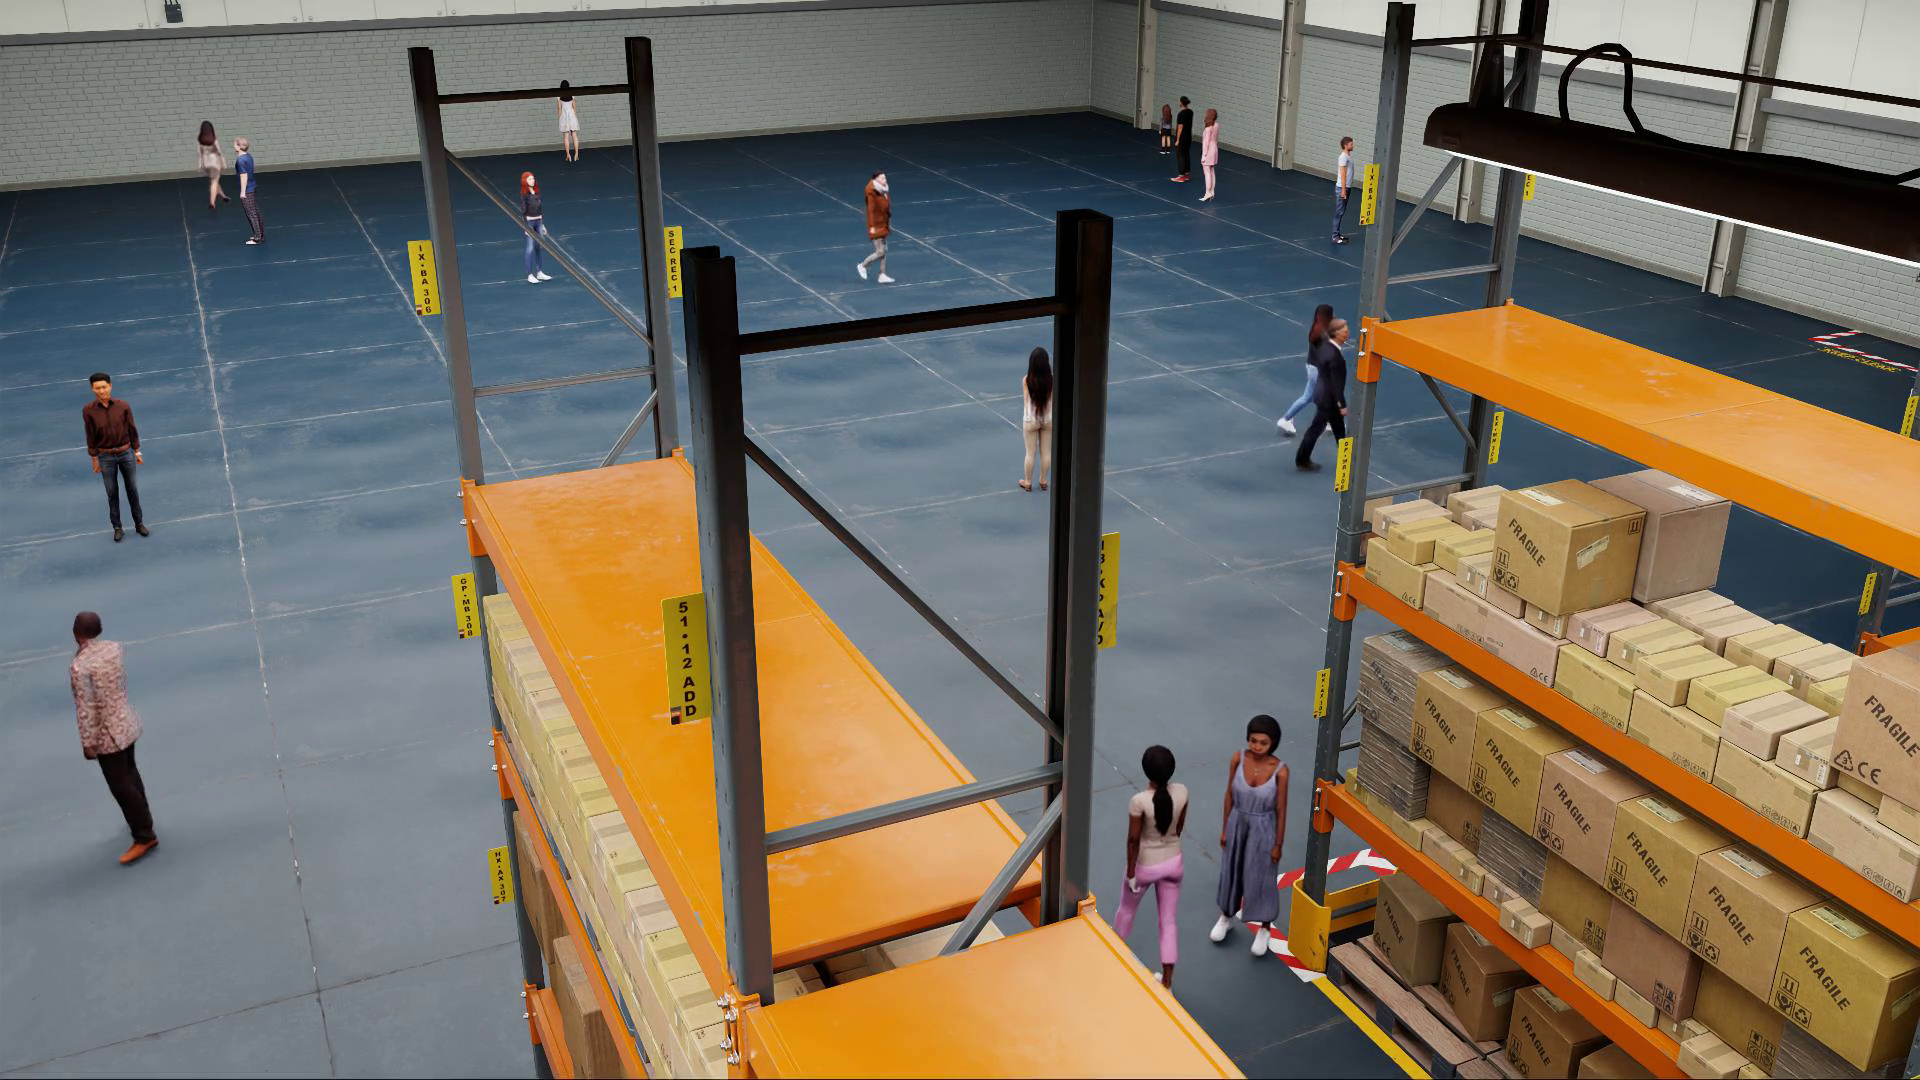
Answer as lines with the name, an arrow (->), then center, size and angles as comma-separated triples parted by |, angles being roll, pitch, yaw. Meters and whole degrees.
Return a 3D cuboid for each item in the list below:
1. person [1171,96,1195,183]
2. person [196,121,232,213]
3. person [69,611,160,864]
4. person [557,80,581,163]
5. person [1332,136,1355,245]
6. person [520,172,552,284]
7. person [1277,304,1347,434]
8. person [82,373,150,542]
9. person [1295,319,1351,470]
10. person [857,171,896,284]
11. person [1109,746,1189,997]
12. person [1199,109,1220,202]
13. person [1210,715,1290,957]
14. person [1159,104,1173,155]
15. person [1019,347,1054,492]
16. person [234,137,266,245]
person -> 4.718, -8.450, 35.033 | 0.697, 1.756, 0.709 | 18, 29, 36
person -> -14.458, -7.161, 32.087 | 0.980, 1.690, 1.188 | 2, 23, 5
person -> -6.037, 1.384, 11.883 | 0.995, 1.776, 0.834 | -4, 23, -8
person -> -8.763, -9.386, 37.213 | 0.627, 1.775, 0.608 | -10, 25, -23
person -> 6.861, -6.284, 29.801 | 0.776, 1.865, 0.701 | 7, 24, 15
person -> -6.970, -5.112, 27.147 | 0.688, 1.786, 0.664 | 16, 28, 32
person -> 4.272, -2.031, 20.148 | 1.006, 1.592, 1.141 | 0, 23, 0
person -> -8.736, -0.878, 17.195 | 0.670, 1.782, 0.567 | -14, 27, -30
person -> 4.114, -1.636, 18.979 | 1.133, 1.780, 1.171 | 2, 23, 5
person -> -1.392, -5.067, 26.984 | 1.022, 1.829, 0.960 | 8, 24, 19
person -> 1.259, 2.083, 10.323 | 0.670, 1.712, 0.992 | -7, 24, -17
person -> 4.995, -7.685, 33.175 | 0.686, 1.803, 0.690 | 16, 28, 33
person -> 1.906, 1.889, 10.798 | 0.629, 1.695, 0.731 | 13, 26, 28
person -> 4.736, -9.459, 38.239 | 0.479, 1.105, 0.453 | -9, 24, -19
person -> 0.871, -1.326, 18.414 | 0.624, 1.653, 0.568 | -10, 25, -23
person -> -12.712, -6.248, 29.708 | 0.785, 1.872, 0.616 | -2, 23, -4
